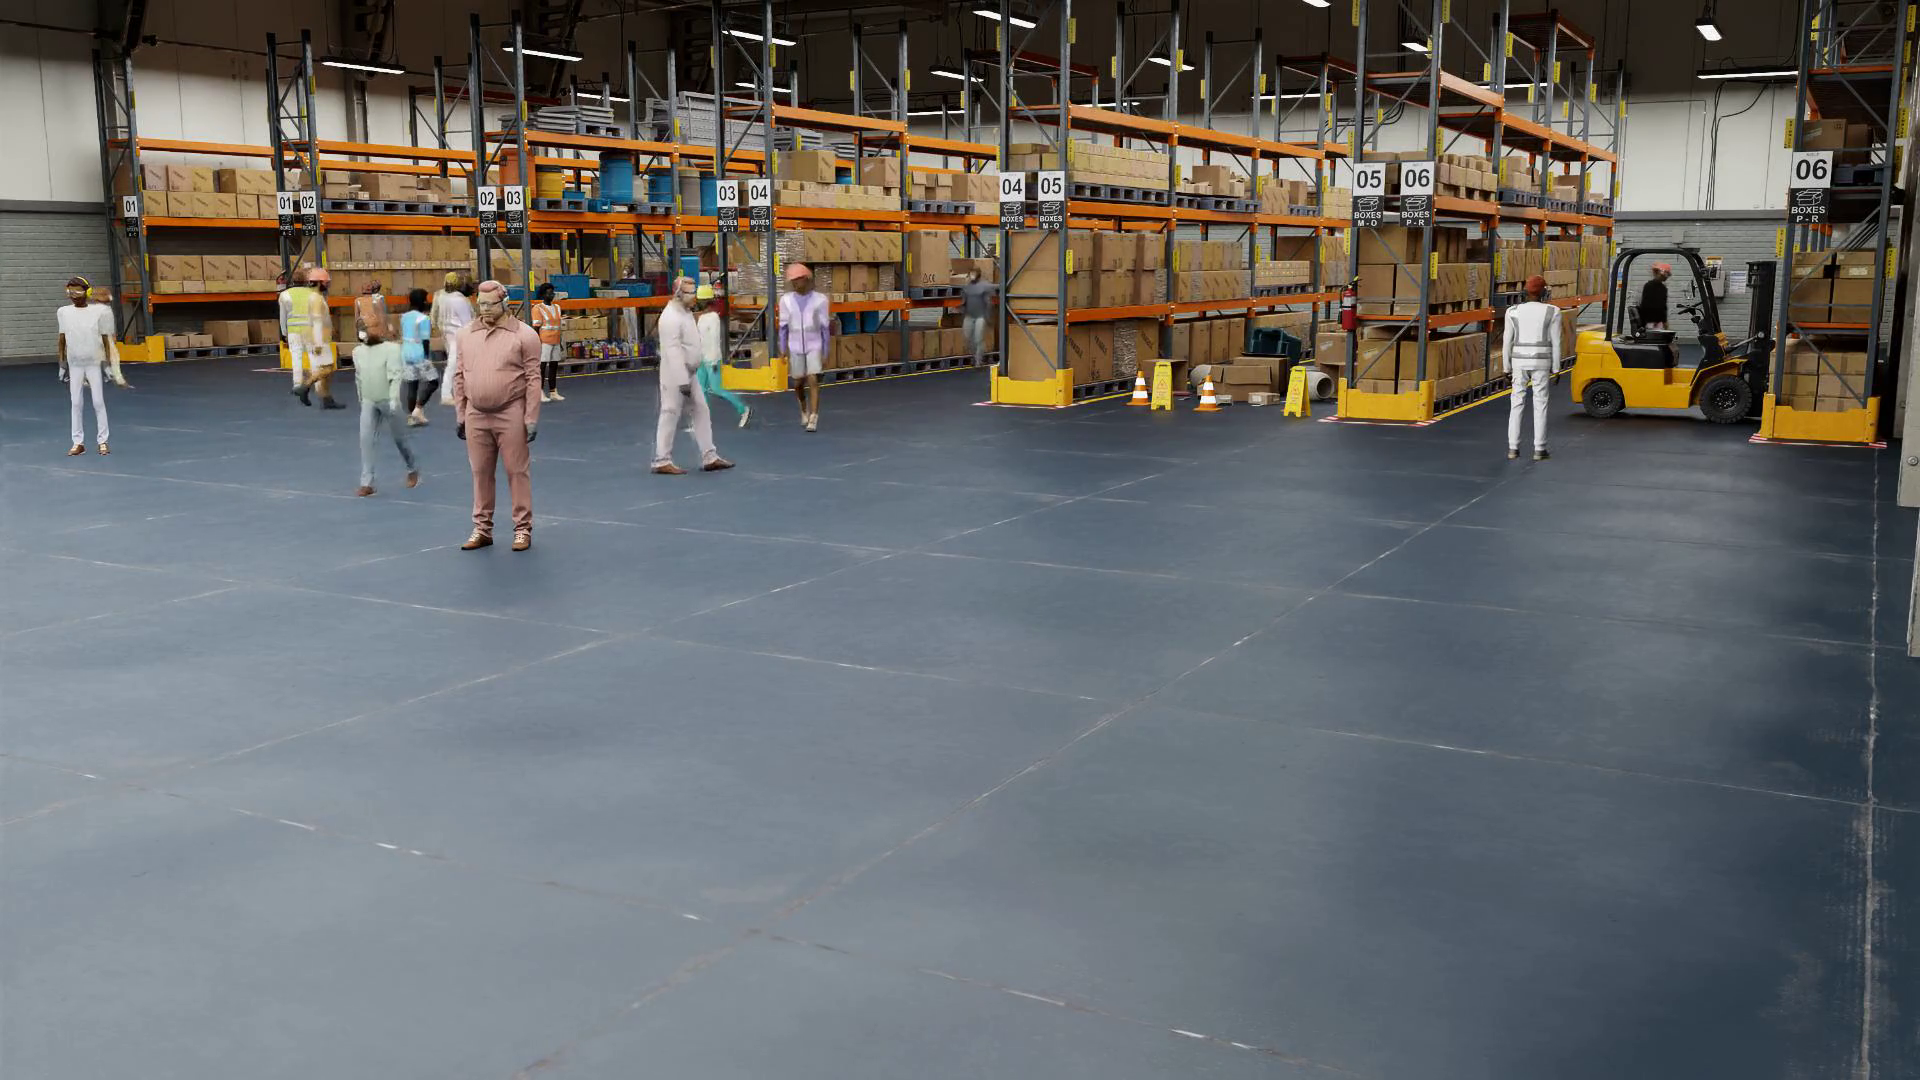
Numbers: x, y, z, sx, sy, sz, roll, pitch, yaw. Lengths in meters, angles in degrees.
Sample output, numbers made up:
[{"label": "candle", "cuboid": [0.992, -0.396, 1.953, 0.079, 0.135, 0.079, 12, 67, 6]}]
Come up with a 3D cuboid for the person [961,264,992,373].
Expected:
[{"label": "person", "cuboid": [0.273, -3.927, 29.570, 0.627, 1.925, 0.428, 5, 11, 28]}]

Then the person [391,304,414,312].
[{"label": "person", "cuboid": [-11.424, -4.618, 34.247, 0.527, 1.691, 0.896, 2, 10, 10]}]

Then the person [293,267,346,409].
[{"label": "person", "cuboid": [-8.658, -2.697, 22.380, 0.570, 1.922, 0.546, -5, 11, -25]}]

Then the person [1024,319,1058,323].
[{"label": "person", "cuboid": [1.380, -3.654, 27.948, 0.688, 1.929, 0.480, 0, 10, 0]}]

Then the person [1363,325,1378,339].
[{"label": "person", "cuboid": [9.041, -5.078, 36.513, 0.509, 1.860, 0.333, 2, 10, 13]}]

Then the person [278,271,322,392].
[{"label": "person", "cuboid": [-10.028, -3.164, 25.345, 0.623, 1.844, 0.430, -5, 11, -27]}]

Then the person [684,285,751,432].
[{"label": "person", "cuboid": [-2.889, -2.143, 19.682, 0.728, 1.746, 0.528, -6, 11, -30]}]

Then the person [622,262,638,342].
[{"label": "person", "cuboid": [-7.112, -5.035, 36.014, 0.628, 1.940, 0.378, 9, 13, 44]}]

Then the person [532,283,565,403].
[{"label": "person", "cuboid": [-5.849, -2.805, 23.668, 0.316, 1.695, 0.541, 5, 11, 29]}]

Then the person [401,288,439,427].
[{"label": "person", "cuboid": [-6.567, -2.202, 20.177, 0.545, 1.687, 0.361, 7, 12, 35]}]

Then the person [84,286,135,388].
[{"label": "person", "cuboid": [-13.480, -3.182, 26.150, 0.765, 1.608, 0.505, -2, 10, -12]}]

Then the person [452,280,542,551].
[{"label": "person", "cuboid": [-3.271, -0.869, 11.728, 0.641, 1.905, 0.410, 1, 10, 7]}]

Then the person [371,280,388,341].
[{"label": "person", "cuboid": [-10.665, -3.937, 30.452, 0.514, 1.645, 0.308, 6, 11, 32]}]

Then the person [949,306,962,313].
[{"label": "person", "cuboid": [0.053, -5.022, 36.085, 0.663, 1.887, 0.545, 6, 11, 32]}]

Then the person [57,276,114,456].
[{"label": "person", "cuboid": [-9.125, -1.809, 17.352, 0.521, 1.865, 0.328, -3, 10, -17]}]

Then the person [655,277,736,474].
[{"label": "person", "cuboid": [-2.521, -1.540, 15.745, 0.862, 1.871, 0.662, 1, 10, 6]}]

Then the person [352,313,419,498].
[{"label": "person", "cuboid": [-5.060, -1.204, 14.597, 0.505, 1.592, 0.845, 2, 10, 11]}]

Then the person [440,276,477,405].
[{"label": "person", "cuboid": [-6.825, -2.772, 23.185, 0.972, 1.790, 0.630, -2, 10, -12]}]

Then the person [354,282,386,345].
[{"label": "person", "cuboid": [-10.017, -3.562, 28.272, 0.513, 1.638, 0.309, 0, 10, 3]}]

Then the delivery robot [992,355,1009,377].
[{"label": "delivery robot", "cuboid": [0.753, -2.580, 25.413, 0.477, 0.478, 0.707, 5, 11, 26]}]

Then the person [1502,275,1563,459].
[{"label": "person", "cuboid": [5.854, -1.763, 17.040, 0.594, 1.879, 0.375, 5, 11, 27]}]

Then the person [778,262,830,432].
[{"label": "person", "cuboid": [-1.843, -2.303, 19.855, 0.627, 2.010, 0.782, 1, 10, 5]}]

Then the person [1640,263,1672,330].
[{"label": "person", "cuboid": [11.901, -3.769, 28.604, 0.724, 1.948, 0.409, -6, 11, -31]}]

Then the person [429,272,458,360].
[{"label": "person", "cuboid": [-8.669, -3.617, 28.131, 0.617, 1.785, 0.836, 1, 10, 3]}]
